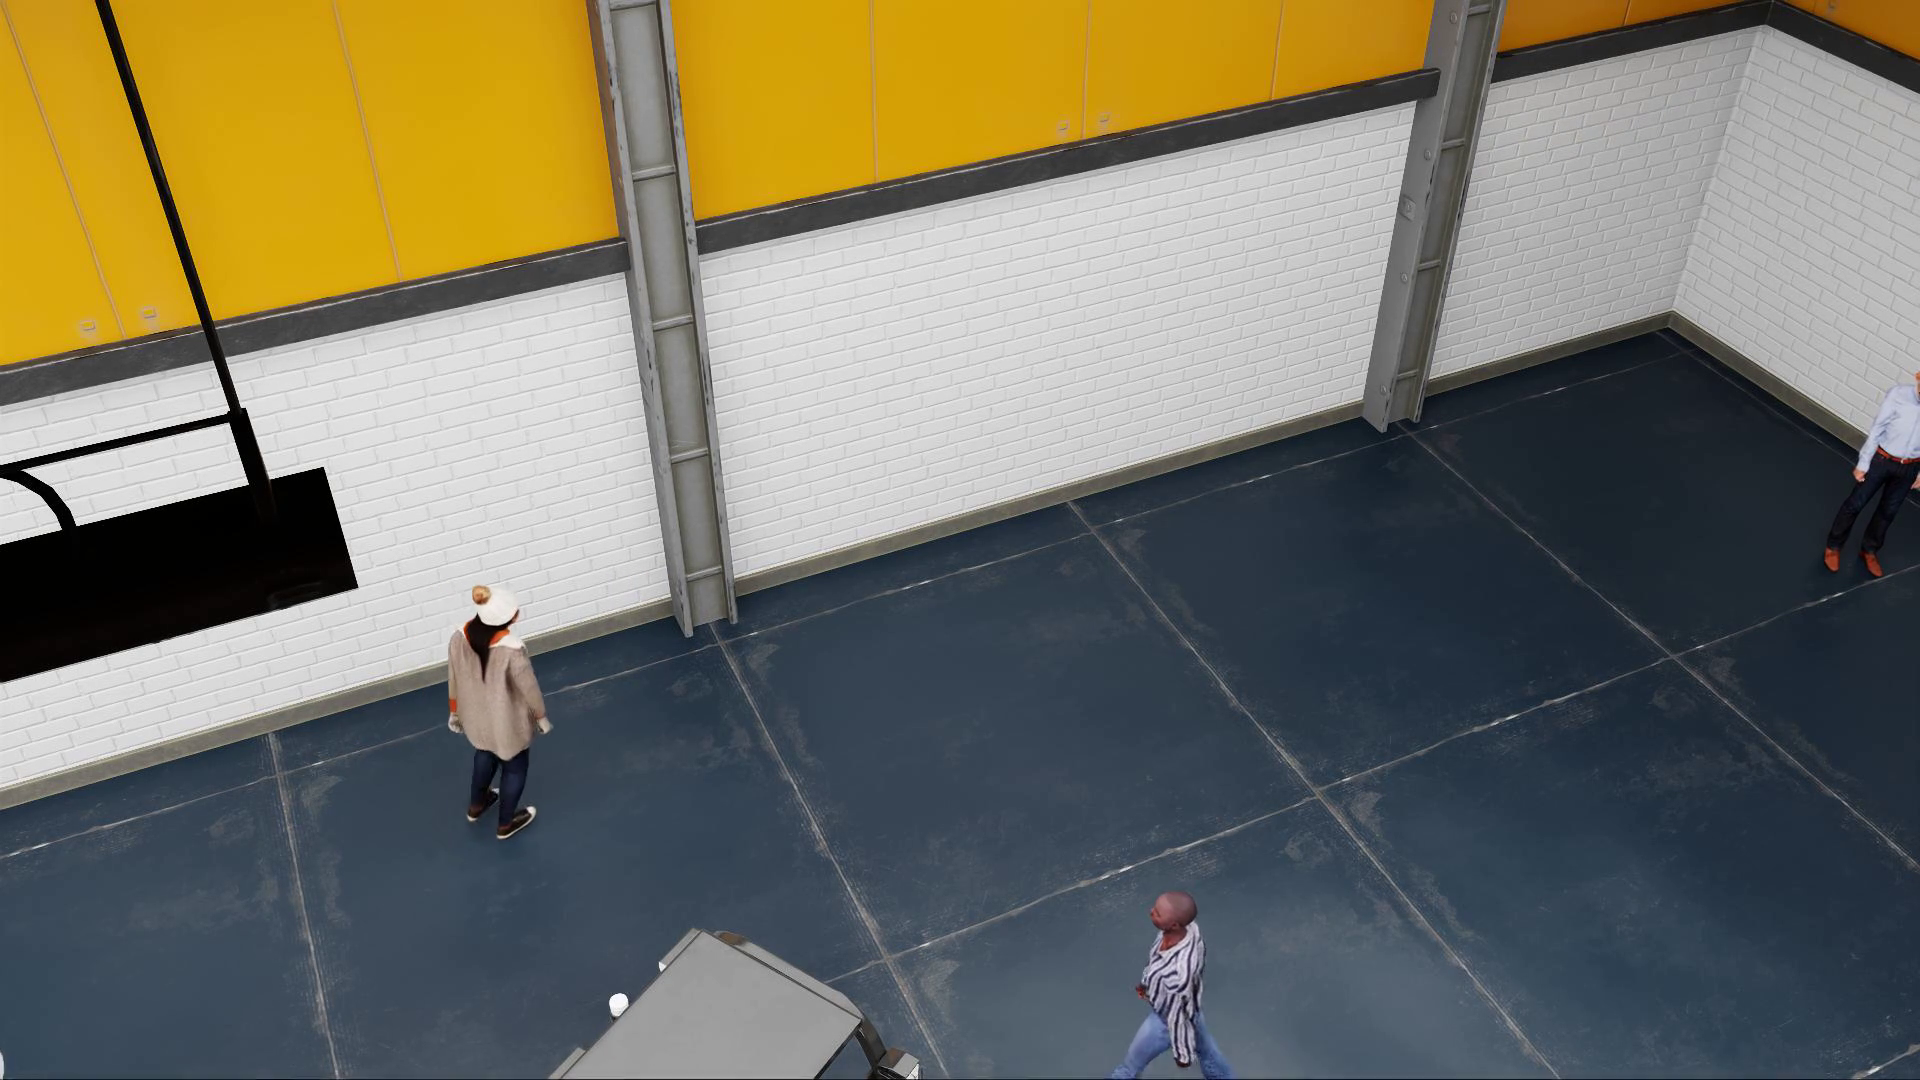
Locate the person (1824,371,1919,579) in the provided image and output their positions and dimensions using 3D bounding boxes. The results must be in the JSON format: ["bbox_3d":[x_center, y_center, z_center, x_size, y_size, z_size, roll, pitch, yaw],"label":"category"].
[{"bbox_3d":[6.673,-0.538,11.902,0.696,1.789,0.790,7,39,8],"label":"person"}]

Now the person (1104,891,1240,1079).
[{"bbox_3d":[1.155,2.384,8.288,1.265,1.732,1.074,5,39,7],"label":"person"}]

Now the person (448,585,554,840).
[{"bbox_3d":[-2.813,1.044,9.857,0.888,1.870,0.933,9,39,11],"label":"person"}]
